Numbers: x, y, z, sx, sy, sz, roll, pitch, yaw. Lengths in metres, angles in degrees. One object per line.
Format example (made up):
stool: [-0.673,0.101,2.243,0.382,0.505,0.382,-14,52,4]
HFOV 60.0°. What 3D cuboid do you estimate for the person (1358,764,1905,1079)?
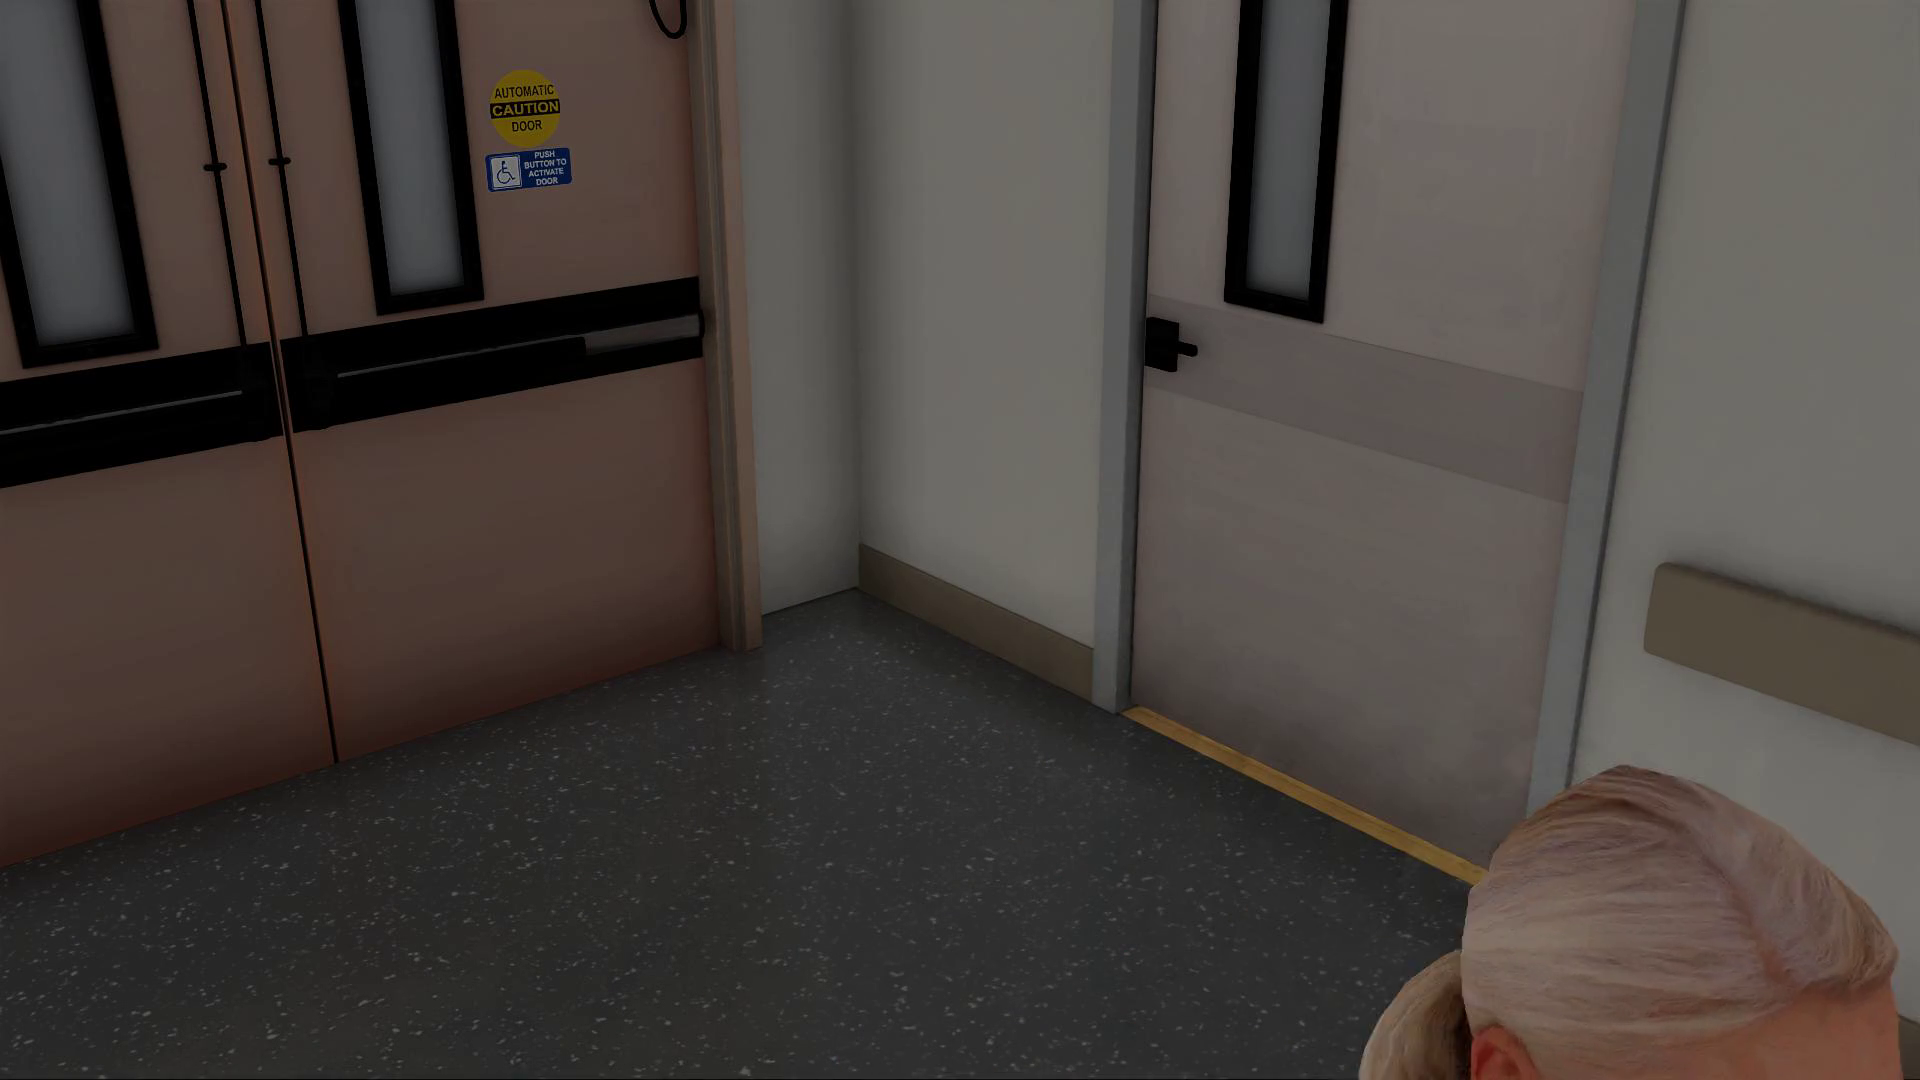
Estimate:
person: [0.253,0.885,1.117,0.592,1.712,0.668,-11,23,-27]
